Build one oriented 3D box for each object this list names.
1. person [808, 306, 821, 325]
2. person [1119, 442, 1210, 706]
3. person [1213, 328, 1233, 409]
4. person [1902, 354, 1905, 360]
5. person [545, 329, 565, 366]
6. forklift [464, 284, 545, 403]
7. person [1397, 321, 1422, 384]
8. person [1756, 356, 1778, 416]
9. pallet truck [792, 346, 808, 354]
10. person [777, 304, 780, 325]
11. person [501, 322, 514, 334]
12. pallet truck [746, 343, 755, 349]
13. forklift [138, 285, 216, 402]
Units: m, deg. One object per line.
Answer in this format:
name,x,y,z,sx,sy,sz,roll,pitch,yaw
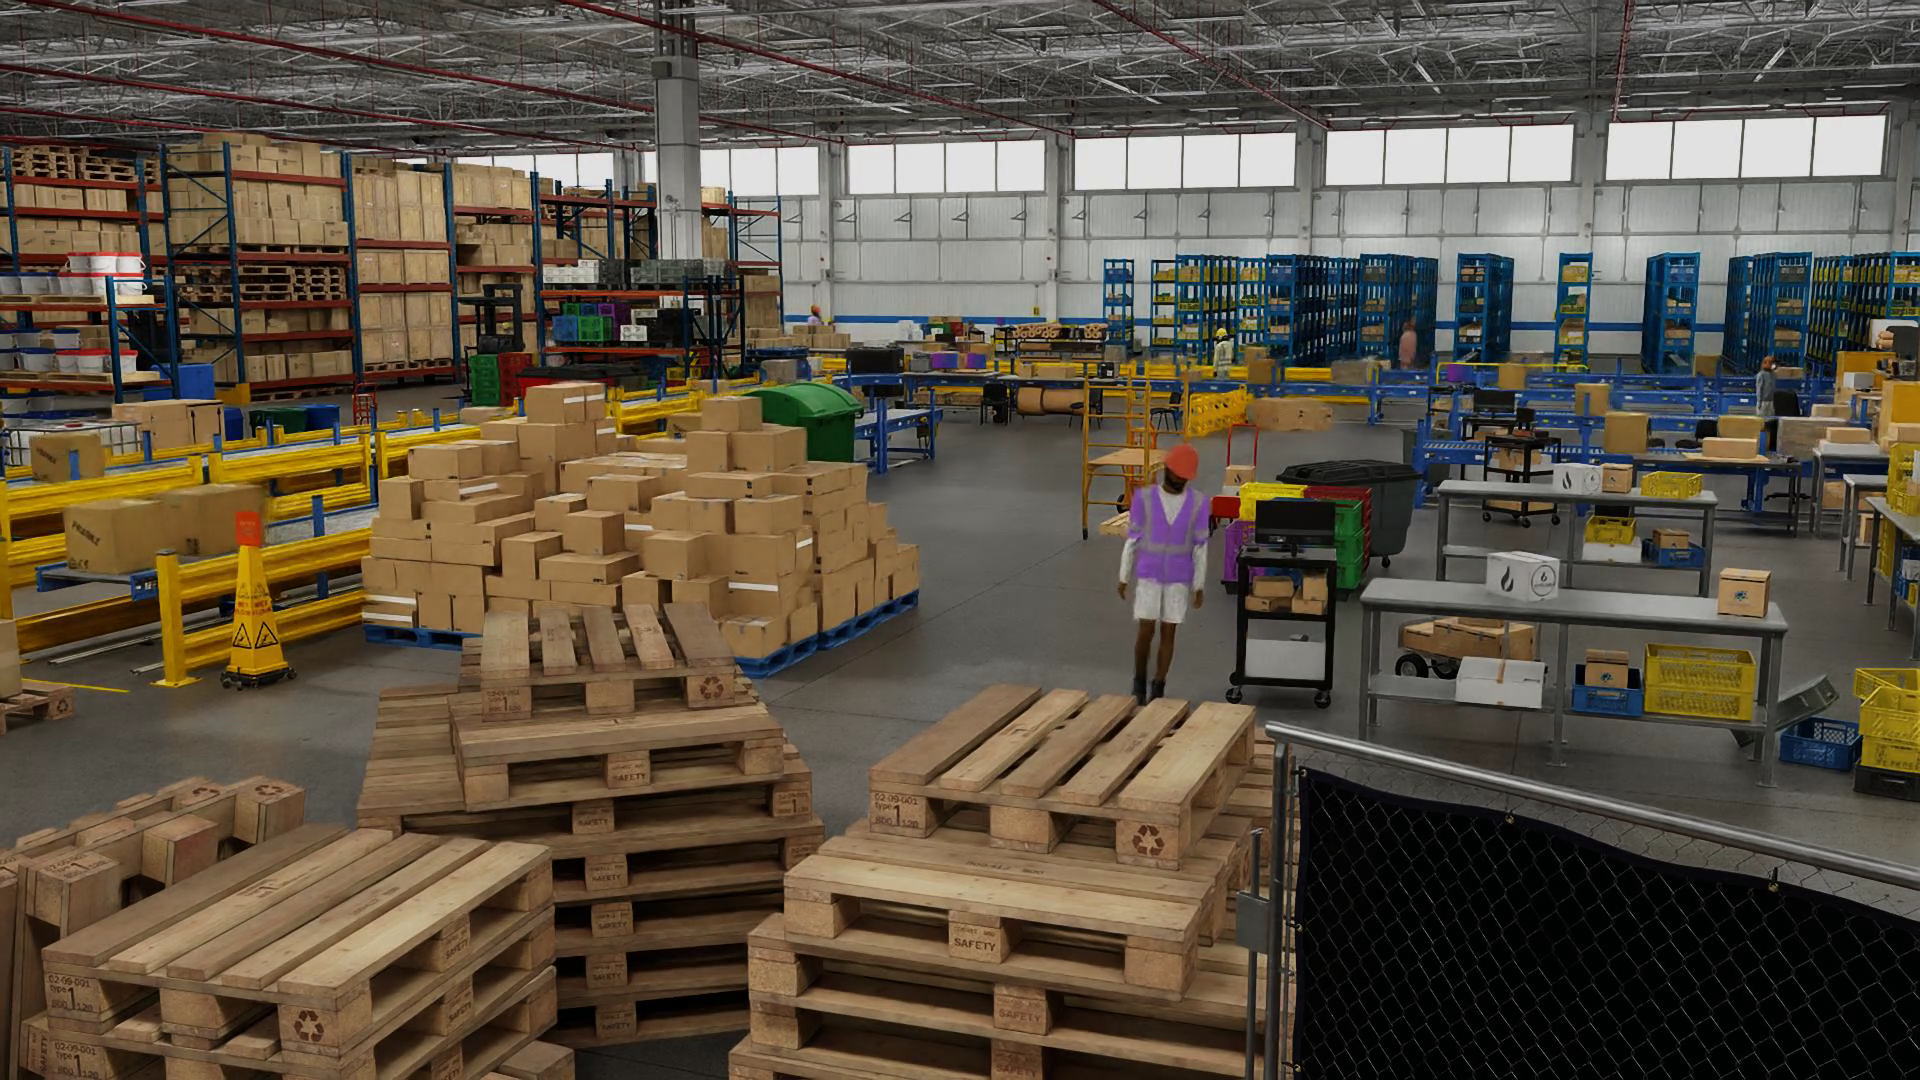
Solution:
person,-4.789,-6.694,54.850,0.476,2.017,0.683,-5,10,-28
person,1.415,0.267,11.454,0.599,1.902,0.536,0,9,2
person,5.973,-3.903,37.897,0.403,1.826,0.591,8,12,42
person,26.280,-5.319,46.424,1.004,1.958,0.625,4,10,22
person,-9.057,-3.784,37.020,0.911,1.871,0.643,-5,10,-29
forklift,-10.832,-4.702,39.610,1.129,2.768,1.873,3,10,20
person,11.398,-4.620,42.239,0.551,1.888,0.644,9,12,43
person,14.123,-2.409,29.122,0.500,1.633,0.279,-6,11,-31
pallet truck,-3.705,-4.298,42.022,0.653,1.274,1.630,3,10,20
person,-7.371,-8.422,65.974,0.920,1.910,0.645,4,10,21
person,-12.682,-5.278,46.801,0.523,1.736,0.825,2,9,13
pallet truck,-6.183,-4.618,44.264,1.601,1.201,0.680,-9,12,-43
forklift,-17.480,-4.200,36.461,1.873,2.768,1.129,3,10,19
